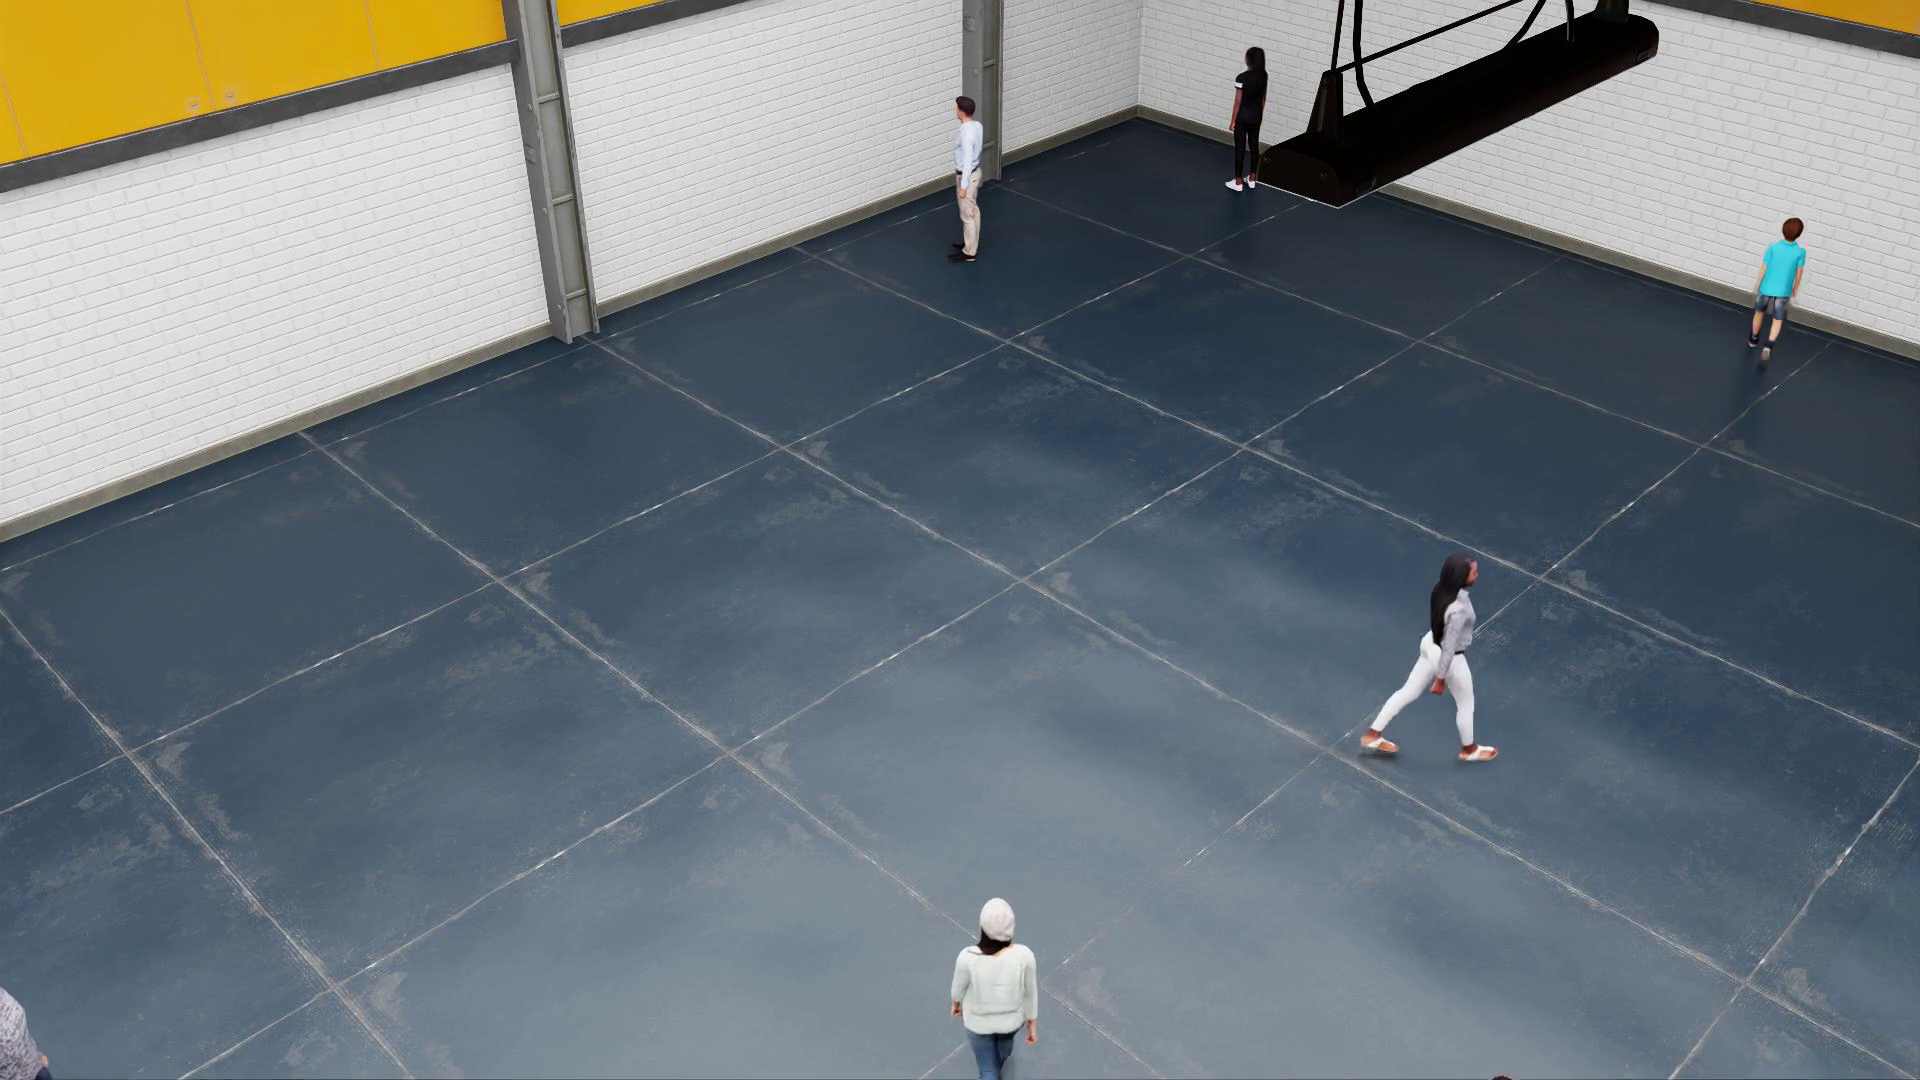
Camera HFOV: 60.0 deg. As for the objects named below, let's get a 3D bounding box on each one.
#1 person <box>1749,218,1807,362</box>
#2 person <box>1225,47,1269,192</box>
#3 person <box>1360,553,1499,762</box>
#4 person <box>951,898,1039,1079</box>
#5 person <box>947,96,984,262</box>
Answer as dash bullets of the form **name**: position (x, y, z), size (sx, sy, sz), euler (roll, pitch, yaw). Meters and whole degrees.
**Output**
- **person**: position (8.044, -2.465, 16.378), size (0.709, 1.432, 0.961), euler (16, 37, 22)
- **person**: position (3.473, -5.084, 20.039), size (0.617, 1.742, 0.745), euler (-15, 36, -21)
- **person**: position (3.156, 0.822, 11.210), size (1.187, 1.679, 1.138), euler (1, 34, 2)
- **person**: position (0.192, 2.555, 8.657), size (1.007, 1.619, 1.031), euler (-2, 34, -4)
- **person**: position (0.087, -3.966, 18.263), size (0.809, 1.845, 0.715), euler (7, 34, 11)
